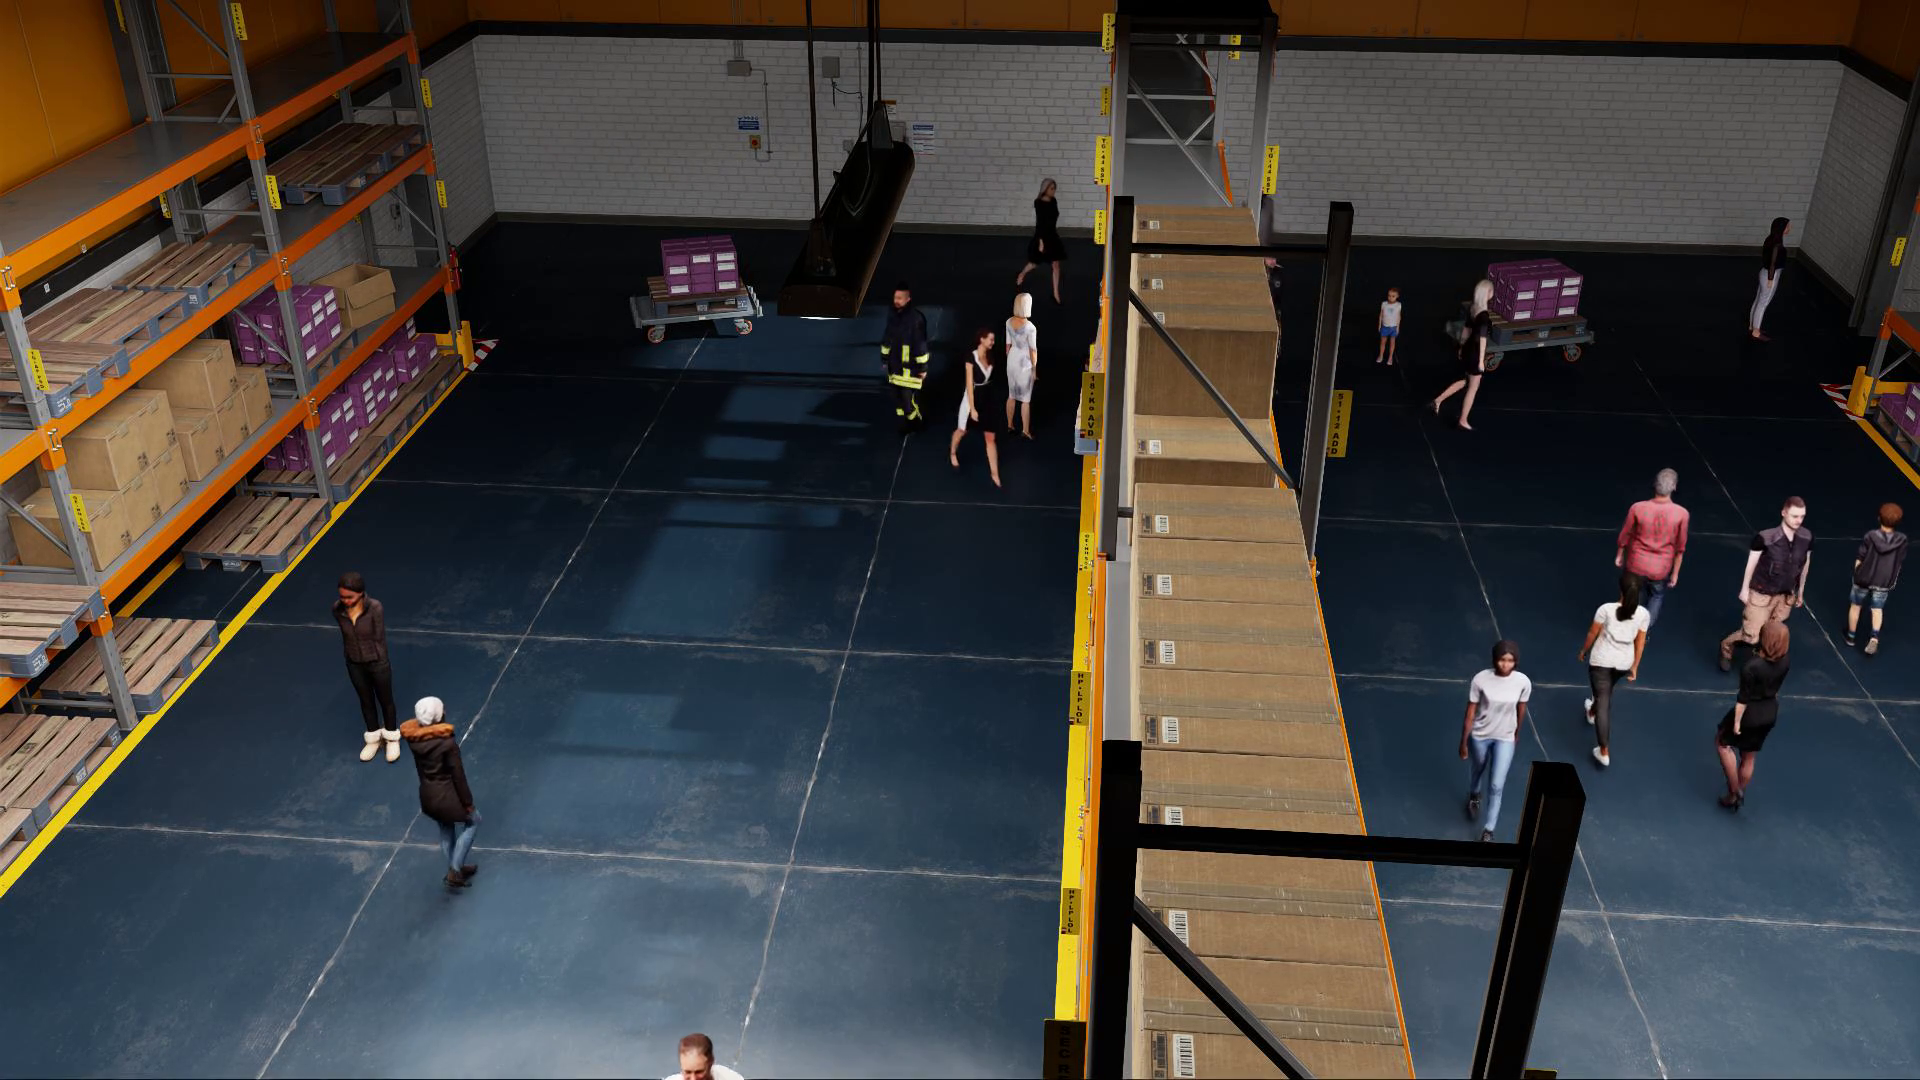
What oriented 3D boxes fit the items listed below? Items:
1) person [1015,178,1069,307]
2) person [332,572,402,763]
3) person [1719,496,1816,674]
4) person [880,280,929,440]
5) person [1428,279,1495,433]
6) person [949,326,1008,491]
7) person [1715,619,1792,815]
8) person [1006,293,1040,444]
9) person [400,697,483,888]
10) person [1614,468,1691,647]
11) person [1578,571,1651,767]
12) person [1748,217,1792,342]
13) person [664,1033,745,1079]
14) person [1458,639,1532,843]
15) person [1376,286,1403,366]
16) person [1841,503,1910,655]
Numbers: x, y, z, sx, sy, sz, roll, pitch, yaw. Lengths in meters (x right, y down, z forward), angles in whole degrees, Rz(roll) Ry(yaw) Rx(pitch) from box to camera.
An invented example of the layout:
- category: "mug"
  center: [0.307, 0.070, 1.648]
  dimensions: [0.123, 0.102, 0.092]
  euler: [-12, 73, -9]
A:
- category: "person"
  center: [1.088, -4.045, 22.558]
  dimensions: [1.093, 1.714, 1.116]
  euler: [-24, 37, -37]
- category: "person"
  center: [-4.776, 0.972, 13.415]
  dimensions: [0.662, 1.662, 0.594]
  euler: [2, 29, 4]
- category: "person"
  center: [6.926, 0.402, 14.292]
  dimensions: [0.750, 1.823, 0.777]
  euler: [-3, 29, -6]
- category: "person"
  center: [-0.553, -2.040, 18.738]
  dimensions: [0.924, 1.853, 0.961]
  euler: [25, 37, 37]
- category: "person"
  center: [5.701, -2.064, 18.823]
  dimensions: [0.726, 1.812, 0.808]
  euler: [-2, 29, -4]
- category: "person"
  center: [0.109, -1.426, 17.733]
  dimensions: [1.131, 1.738, 1.216]
  euler: [-20, 35, -32]
- category: "person"
  center: [6.063, 1.392, 12.612]
  dimensions: [0.683, 1.695, 0.726]
  euler: [-7, 29, -13]
- category: "person"
  center: [0.684, -1.942, 18.666]
  dimensions: [0.645, 1.750, 0.673]
  euler: [22, 35, 34]
- category: "person"
  center: [-3.706, 1.845, 11.848]
  dimensions: [0.729, 1.630, 0.747]
  euler: [13, 31, 23]
- category: "person"
  center: [6.014, 0.268, 14.547]
  dimensions: [0.829, 1.814, 0.863]
  euler: [11, 30, 19]
- category: "person"
  center: [5.238, 1.045, 13.342]
  dimensions: [0.594, 1.603, 1.093]
  euler: [2, 29, 3]
- category: "person"
  center: [10.447, -3.378, 21.446]
  dimensions: [0.691, 1.608, 0.530]
  euler: [7, 29, 13]
- category: "person"
  center: [-1.368, 3.279, 8.999]
  dimensions: [0.708, 1.841, 0.772]
  euler: [-1, 29, -1]
- category: "person"
  center: [3.983, 1.457, 12.511]
  dimensions: [0.699, 1.677, 1.114]
  euler: [6, 29, 11]
- category: "person"
  center: [5.386, -2.700, 20.818]
  dimensions: [0.457, 1.019, 0.479]
  euler: [11, 30, 19]
- category: "person"
  center: [8.121, 0.365, 14.766]
  dimensions: [0.640, 1.436, 0.834]
  euler: [10, 30, 18]
